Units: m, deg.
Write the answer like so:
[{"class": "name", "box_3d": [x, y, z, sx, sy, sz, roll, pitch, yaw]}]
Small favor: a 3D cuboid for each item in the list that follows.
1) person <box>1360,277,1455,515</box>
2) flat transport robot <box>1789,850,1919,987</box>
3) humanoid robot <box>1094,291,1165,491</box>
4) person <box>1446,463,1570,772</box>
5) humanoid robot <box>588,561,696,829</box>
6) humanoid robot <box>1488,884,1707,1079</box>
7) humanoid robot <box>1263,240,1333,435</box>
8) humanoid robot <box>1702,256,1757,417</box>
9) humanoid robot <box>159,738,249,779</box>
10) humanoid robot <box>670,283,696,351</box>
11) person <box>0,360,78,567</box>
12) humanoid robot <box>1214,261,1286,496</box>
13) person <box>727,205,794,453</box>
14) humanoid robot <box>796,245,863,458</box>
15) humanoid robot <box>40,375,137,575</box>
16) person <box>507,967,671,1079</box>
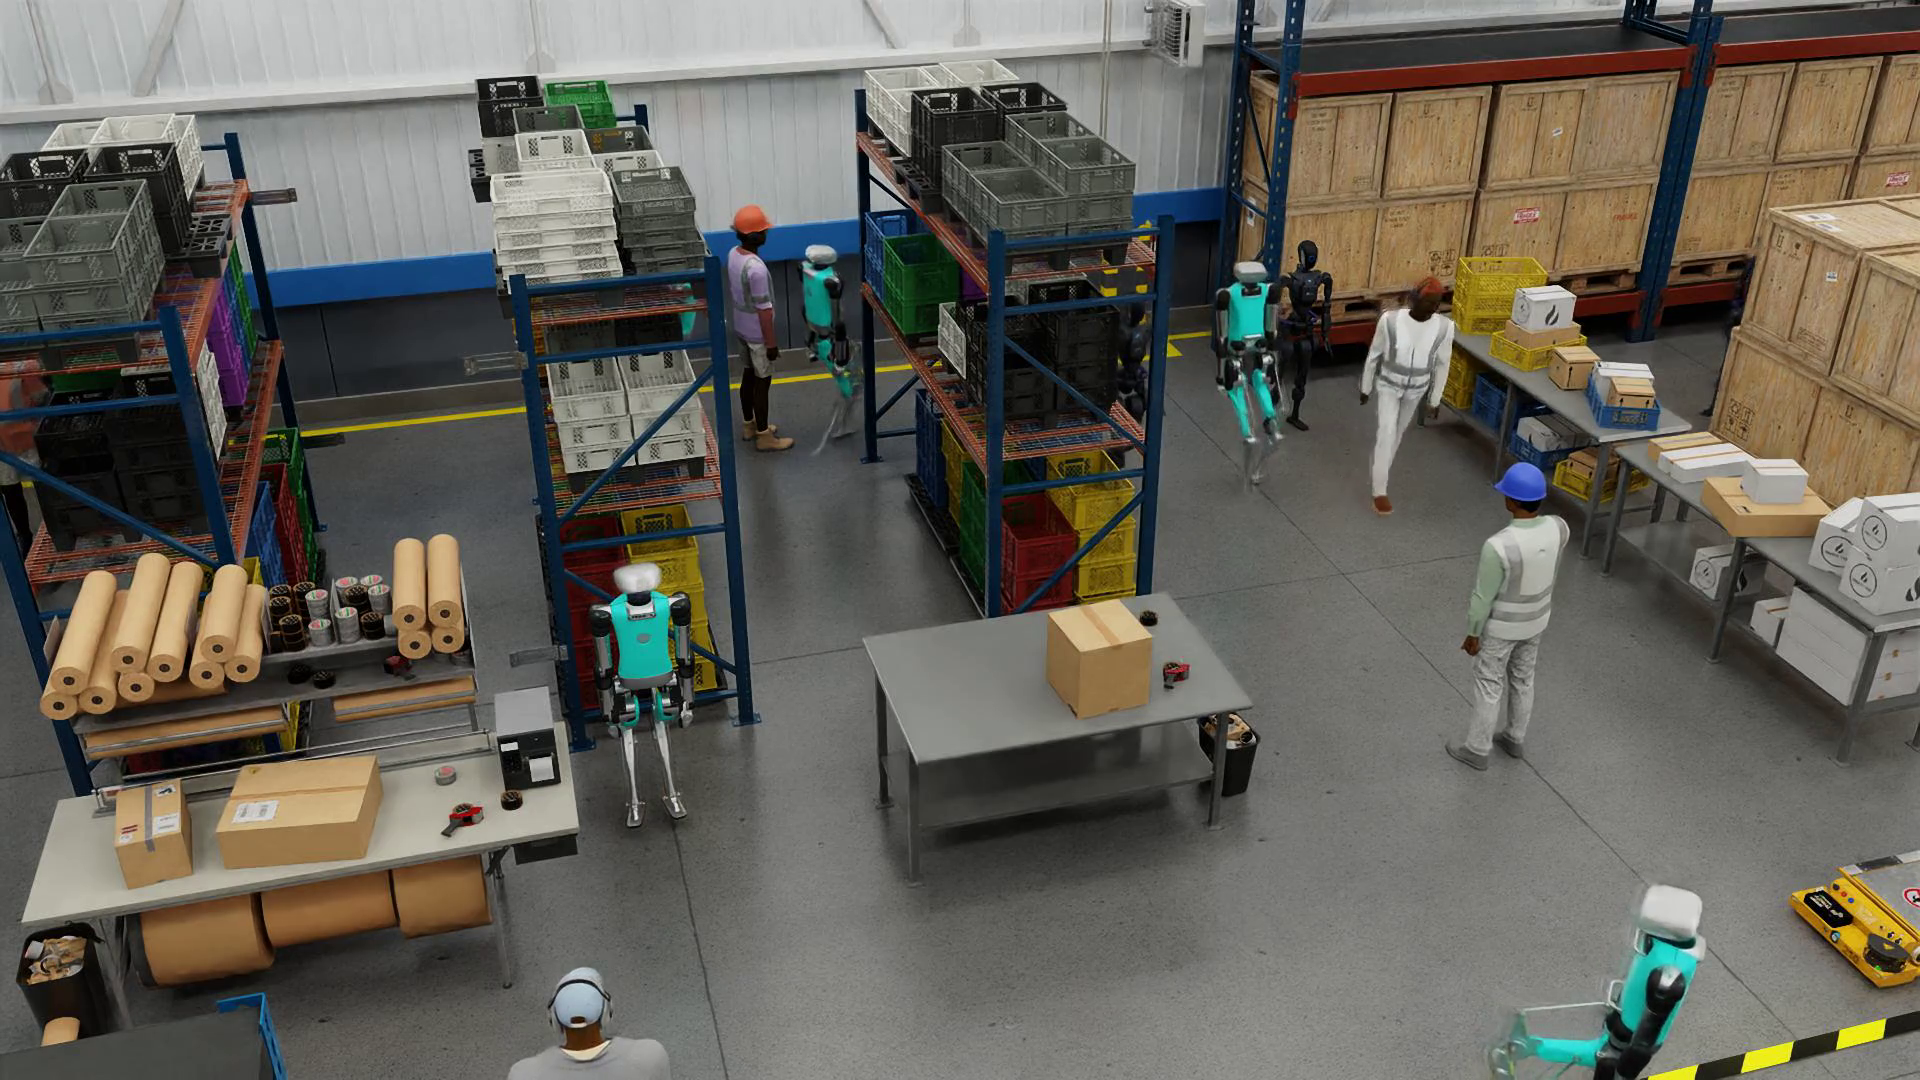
[{"class": "person", "box_3d": [3.350, -1.097, 12.522, 0.602, 1.839, 0.792, 0, 29, 0]}, {"class": "flat transport robot", "box_3d": [5.163, 1.916, 8.676, 1.431, 0.231, 0.659, -8, 30, -14]}, {"class": "humanoid robot", "box_3d": [1.258, -1.162, 12.841, 0.589, 1.636, 0.667, -11, 30, -18]}, {"class": "person", "box_3d": [3.162, 0.450, 9.613, 0.611, 1.941, 0.412, -14, 32, -24]}, {"class": "humanoid robot", "box_3d": [-1.729, 0.768, 9.096, 0.533, 1.681, 0.735, -8, 30, -14]}, {"class": "humanoid robot", "box_3d": [2.564, 2.092, 6.851, 1.041, 1.744, 0.546, 13, 31, 22]}, {"class": "humanoid robot", "box_3d": [2.792, -1.676, 13.733, 0.599, 1.657, 0.315, -8, 30, -14]}, {"class": "humanoid robot", "box_3d": [6.728, -1.814, 14.016, 0.621, 1.639, 0.608, -8, 30, -14]}, {"class": "humanoid robot", "box_3d": [-3.863, 1.147, 8.662, 0.720, 1.653, 0.601, 6, 29, 11]}, {"class": "humanoid robot", "box_3d": [-2.441, -1.447, 13.282, 0.813, 1.780, 0.530, 1, 29, 2]}, {"class": "person", "box_3d": [-6.652, -0.705, 11.684, 0.608, 1.962, 0.366, -3, 29, -5]}, {"class": "humanoid robot", "box_3d": [2.285, -1.178, 12.831, 0.531, 1.835, 0.784, -8, 30, -14]}, {"class": "person", "box_3d": [-1.630, -1.699, 13.409, 0.366, 2.048, 0.606, -16, 32, -26]}, {"class": "humanoid robot", "box_3d": [-0.960, -1.564, 13.485, 0.824, 1.773, 0.560, -21, 35, -33]}, {"class": "humanoid robot", "box_3d": [-6.234, -0.446, 11.569, 0.655, 1.647, 0.622, -25, 37, -38]}, {"class": "person", "box_3d": [-1.345, 2.336, 6.267, 0.598, 1.850, 0.387, -7, 30, -13]}]
